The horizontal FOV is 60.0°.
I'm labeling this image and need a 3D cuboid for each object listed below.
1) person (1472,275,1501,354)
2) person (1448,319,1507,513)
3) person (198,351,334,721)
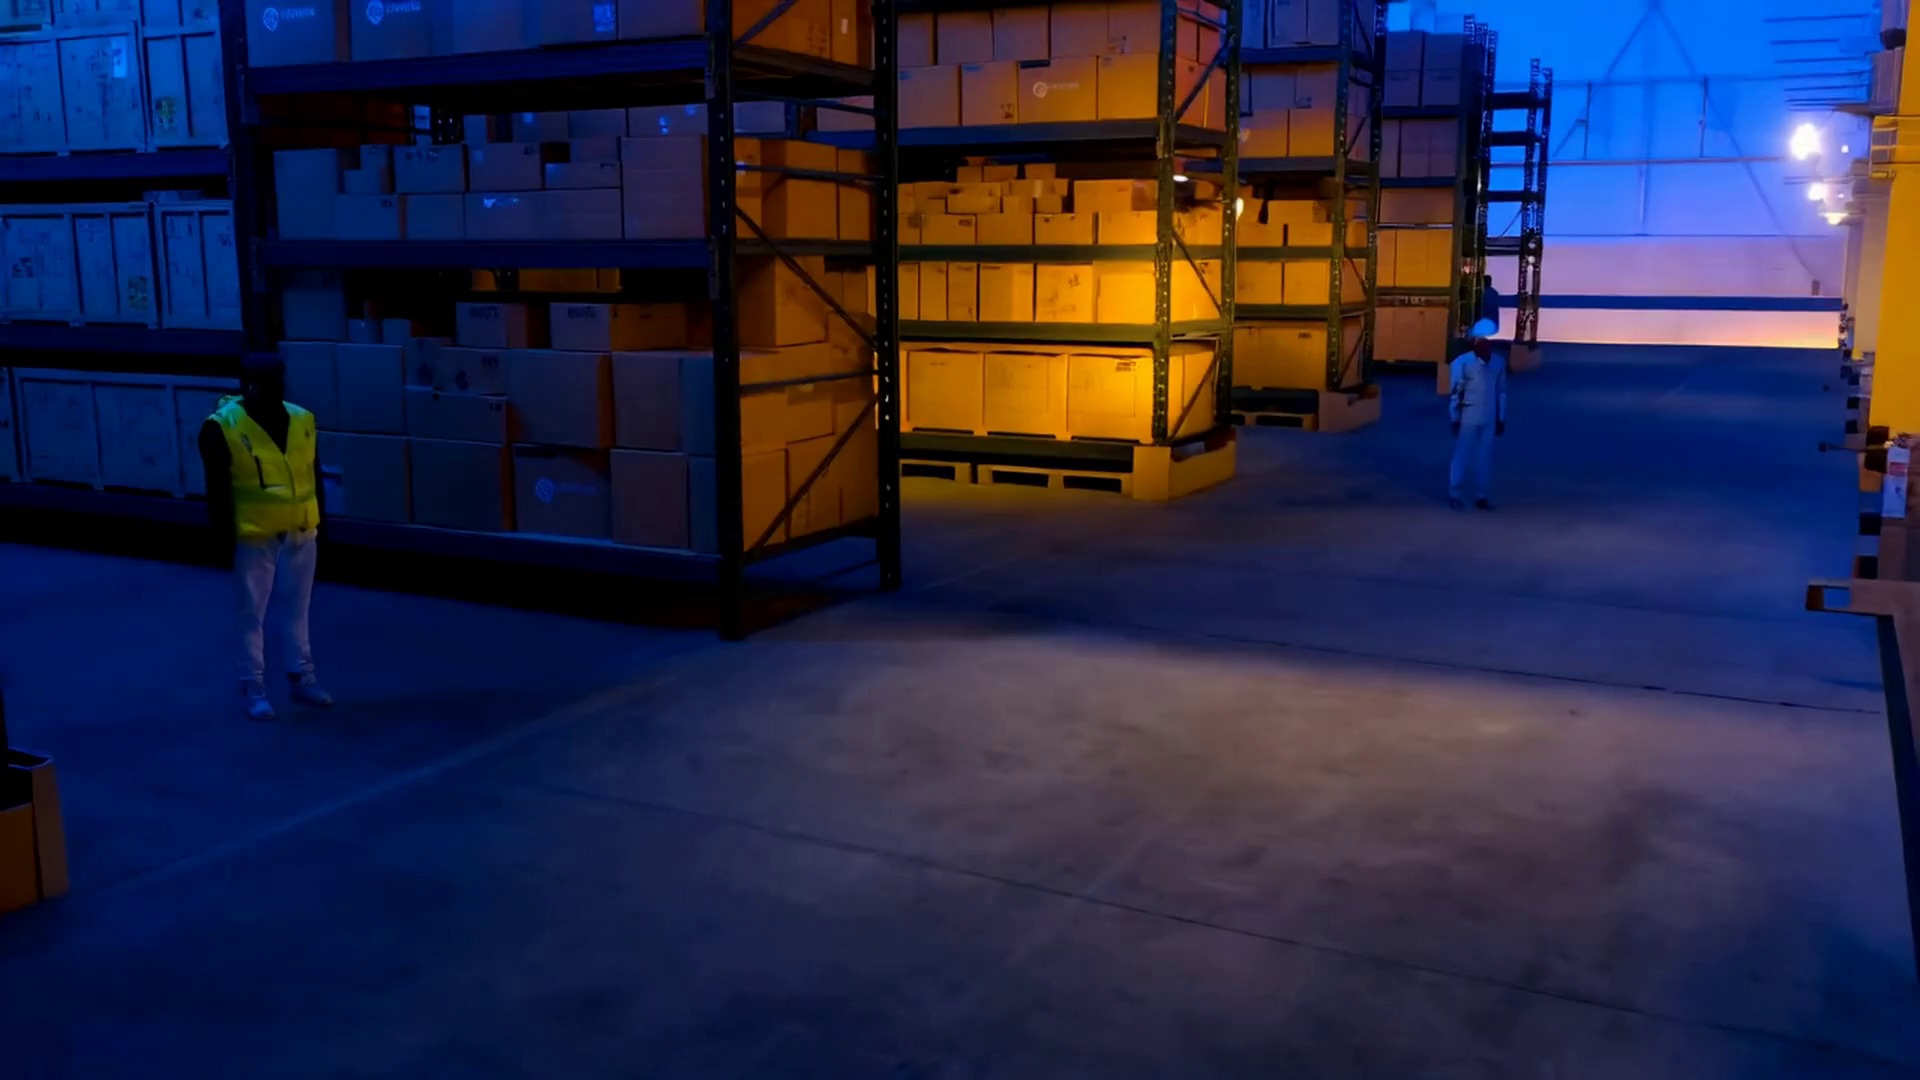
[{"bbox_3d":[10.042,-4.119,31.910,0.651,1.906,0.403,-4,11,-24],"label":"person"},{"bbox_3d":[4.678,-1.111,14.973,0.573,1.743,0.350,-3,10,-16],"label":"person"},{"bbox_3d":[-3.472,-0.028,8.411,0.429,1.846,0.626,7,12,35],"label":"person"}]
